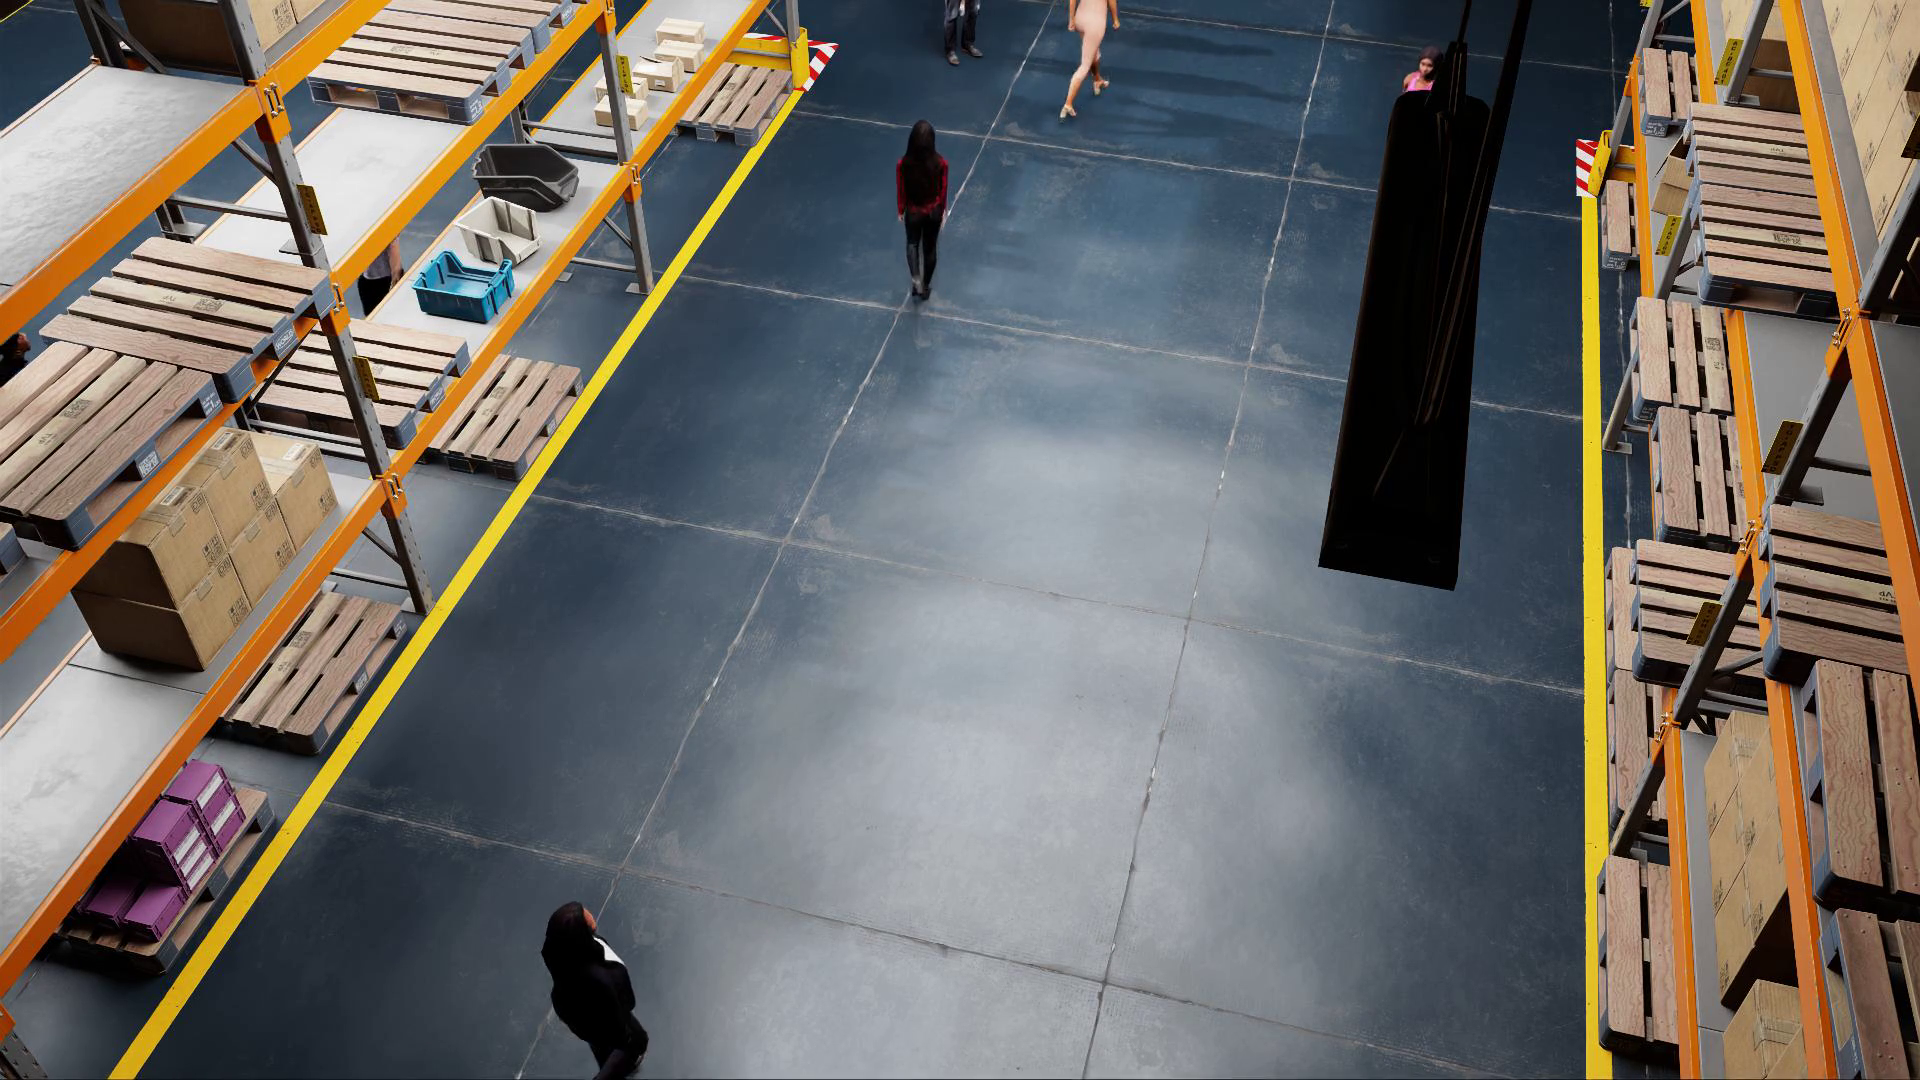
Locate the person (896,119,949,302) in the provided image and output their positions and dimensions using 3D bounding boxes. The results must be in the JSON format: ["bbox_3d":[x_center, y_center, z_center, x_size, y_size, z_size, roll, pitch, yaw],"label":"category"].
[{"bbox_3d":[-0.295,-2.682,13.872,0.679,1.649,0.732,-2,44,-2],"label":"person"}]

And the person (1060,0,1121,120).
[{"bbox_3d":[1.219,-4.944,16.146,0.925,1.788,1.197,31,52,28],"label":"person"}]

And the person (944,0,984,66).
[{"bbox_3d":[0.036,-5.810,17.032,0.728,1.820,0.791,-23,48,-22],"label":"person"}]

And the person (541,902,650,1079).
[{"bbox_3d":[-1.919,2.453,8.513,0.821,1.604,0.889,31,52,28],"label":"person"}]

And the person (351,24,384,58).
[{"bbox_3d":[-5.609,-4.358,15.912,0.740,1.261,0.959,31,52,28],"label":"person"}]

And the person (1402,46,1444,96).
[{"bbox_3d":[4.085,-3.641,14.844,0.692,1.695,0.973,19,47,19],"label":"person"}]
